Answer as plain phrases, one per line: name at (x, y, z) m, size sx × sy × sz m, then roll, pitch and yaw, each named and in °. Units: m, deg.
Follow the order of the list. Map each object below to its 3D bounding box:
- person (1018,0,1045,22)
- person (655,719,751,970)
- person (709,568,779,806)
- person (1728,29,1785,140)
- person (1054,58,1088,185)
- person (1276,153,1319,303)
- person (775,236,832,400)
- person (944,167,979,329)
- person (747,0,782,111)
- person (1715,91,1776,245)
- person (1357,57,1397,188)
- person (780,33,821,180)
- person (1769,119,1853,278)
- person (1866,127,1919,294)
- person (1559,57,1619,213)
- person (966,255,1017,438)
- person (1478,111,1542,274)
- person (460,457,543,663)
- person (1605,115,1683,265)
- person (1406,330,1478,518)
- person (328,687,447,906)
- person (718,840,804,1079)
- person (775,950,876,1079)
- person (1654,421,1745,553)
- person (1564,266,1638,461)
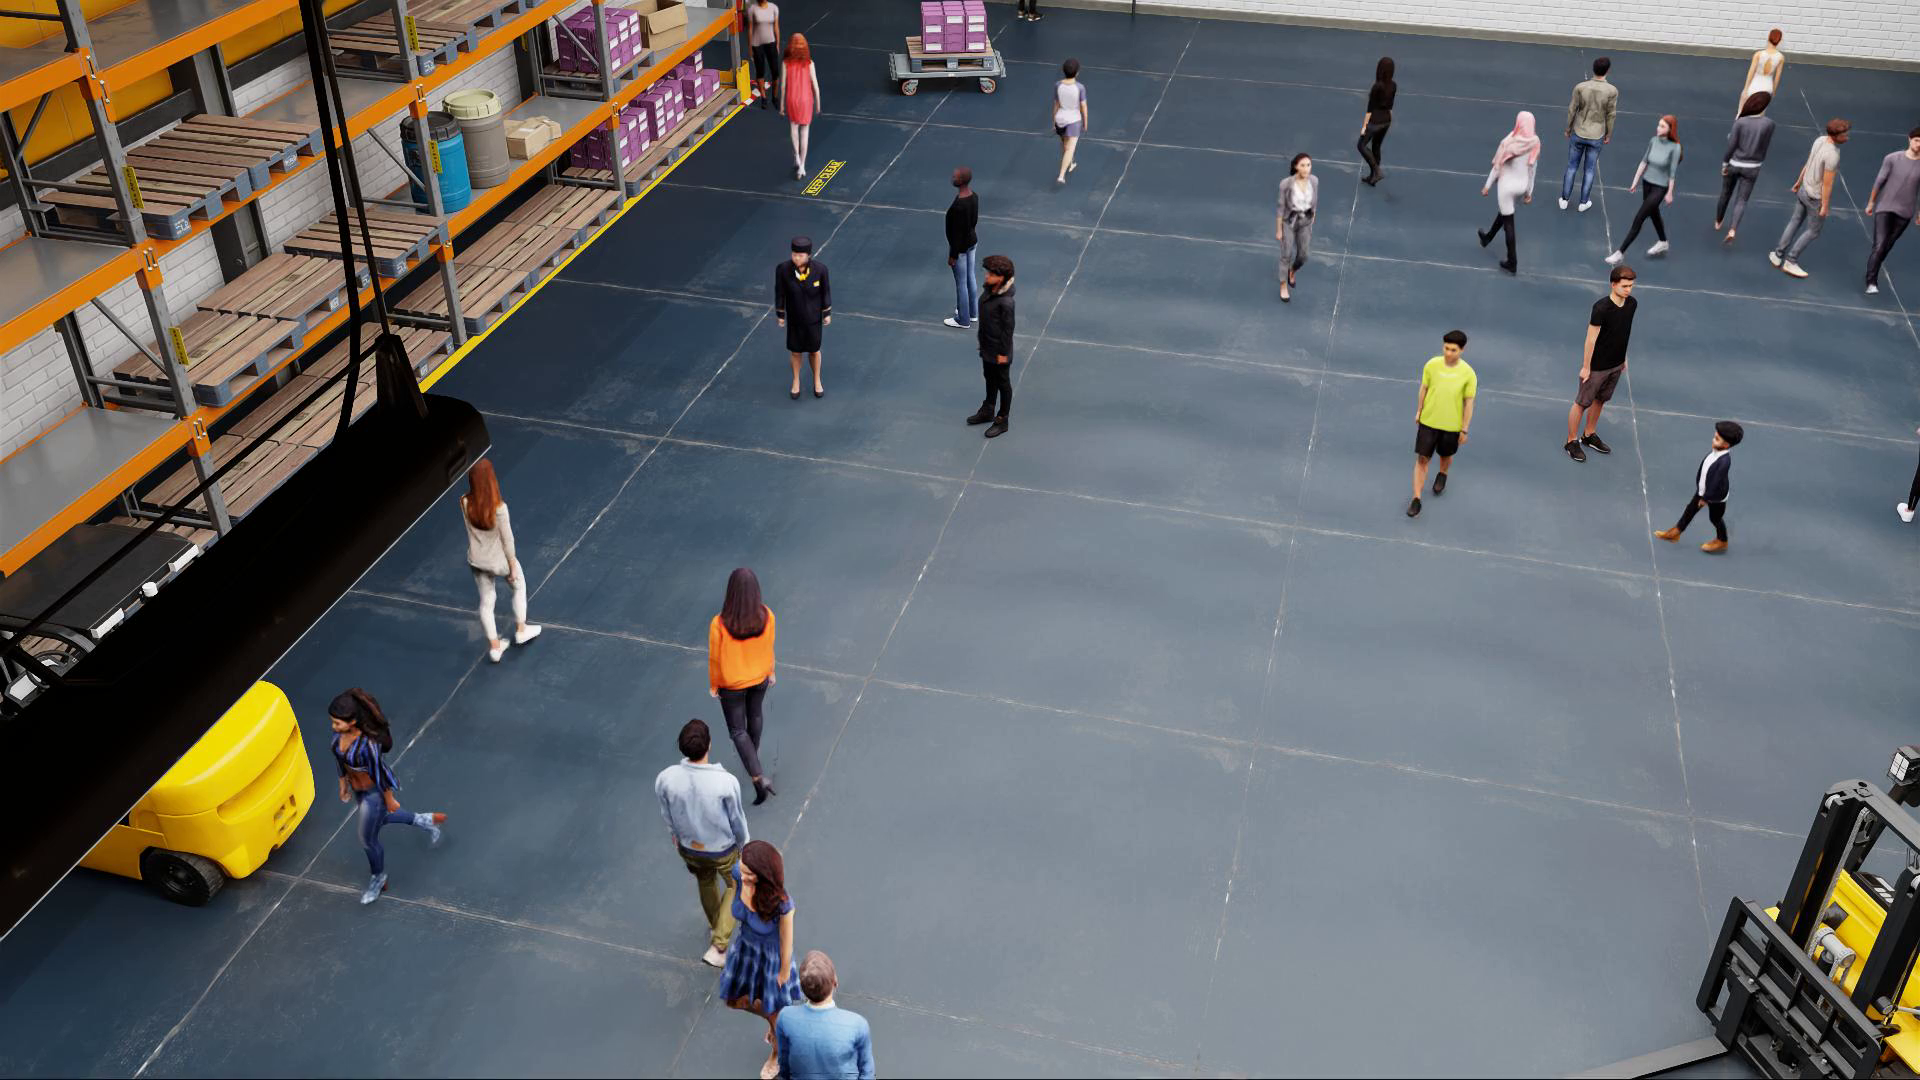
person at (1.151, -9.296, 26.682) m, size 0.756 × 1.850 × 0.733 m, roll 24°, pitch 41°, yaw 32°
person at (-1.528, 1.852, 9.961) m, size 0.737 × 1.794 × 0.936 m, roll 8°, pitch 34°, yaw 11°
person at (-1.450, 0.992, 11.307) m, size 0.978 × 1.737 × 1.030 m, roll -23°, pitch 40°, yaw -30°
person at (10.385, -5.782, 21.602) m, size 0.598 × 1.621 × 0.863 m, roll 7°, pitch 34°, yaw 10°
person at (1.344, -5.220, 20.841) m, size 0.682 × 1.529 × 1.066 m, roll 14°, pitch 36°, yaw 20°
person at (3.591, -3.411, 17.994) m, size 0.740 × 1.668 × 0.787 m, roll -6°, pitch 34°, yaw -9°
person at (-1.507, -2.162, 16.114) m, size 0.770 × 1.669 × 0.741 m, roll -1°, pitch 34°, yaw -2°
person at (0.041, -3.070, 17.406) m, size 0.703 × 1.749 × 0.549 m, roll 17°, pitch 37°, yaw 24°
person at (-2.754, -6.896, 23.179) m, size 0.757 × 1.732 × 0.800 m, roll -7°, pitch 34°, yaw -11°
person at (9.074, -4.279, 19.237) m, size 0.723 × 1.737 × 1.131 m, roll 14°, pitch 36°, yaw 20°
person at (5.229, -5.138, 20.625) m, size 0.787 × 1.631 × 0.846 m, roll -19°, pitch 38°, yaw -26°
person at (-2.028, -5.405, 20.868) m, size 0.711 × 1.806 × 0.807 m, roll 3°, pitch 34°, yaw 4°
person at (9.447, -3.841, 18.481) m, size 0.973 × 1.844 × 0.611 m, roll -5°, pitch 34°, yaw -8°
person at (10.235, -3.641, 18.216) m, size 0.691 × 1.804 × 1.116 m, roll 9°, pitch 35°, yaw 13°
person at (7.558, -4.881, 20.024) m, size 0.737 × 1.869 × 0.642 m, roll 14°, pitch 36°, yaw 20°
person at (0.340, -1.840, 15.527) m, size 0.793 × 1.781 × 0.734 m, roll -18°, pitch 38°, yaw -25°
person at (6.196, -3.846, 18.566) m, size 1.022 × 1.757 × 1.250 m, roll -9°, pitch 35°, yaw -13°
person at (-3.569, 0.203, 12.537) m, size 0.592 × 1.690 × 0.691 m, roll 7°, pitch 34°, yaw 10°
person at (7.897, -3.944, 18.771) m, size 1.131 × 1.695 × 1.157 m, roll -13°, pitch 36°, yaw -18°
person at (4.219, -1.073, 14.478) m, size 0.781 × 1.665 × 1.132 m, roll 16°, pitch 37°, yaw 22°
person at (-3.692, 1.554, 10.587) m, size 0.869 × 1.598 × 1.051 m, roll 26°, pitch 42°, yaw 33°
person at (-1.039, 2.302, 9.281) m, size 0.810 × 1.797 × 0.847 m, roll 25°, pitch 41°, yaw 33°
person at (-0.684, 2.851, 8.451) m, size 0.719 × 1.802 × 0.695 m, roll 4°, pitch 34°, yaw 6°
person at (6.357, -0.418, 13.914) m, size 0.644 × 1.198 × 0.792 m, roll 4°, pitch 34°, yaw 6°
person at (5.866, -1.642, 15.157) m, size 0.763 × 1.861 × 0.810 m, roll -16°, pitch 37°, yaw -22°
